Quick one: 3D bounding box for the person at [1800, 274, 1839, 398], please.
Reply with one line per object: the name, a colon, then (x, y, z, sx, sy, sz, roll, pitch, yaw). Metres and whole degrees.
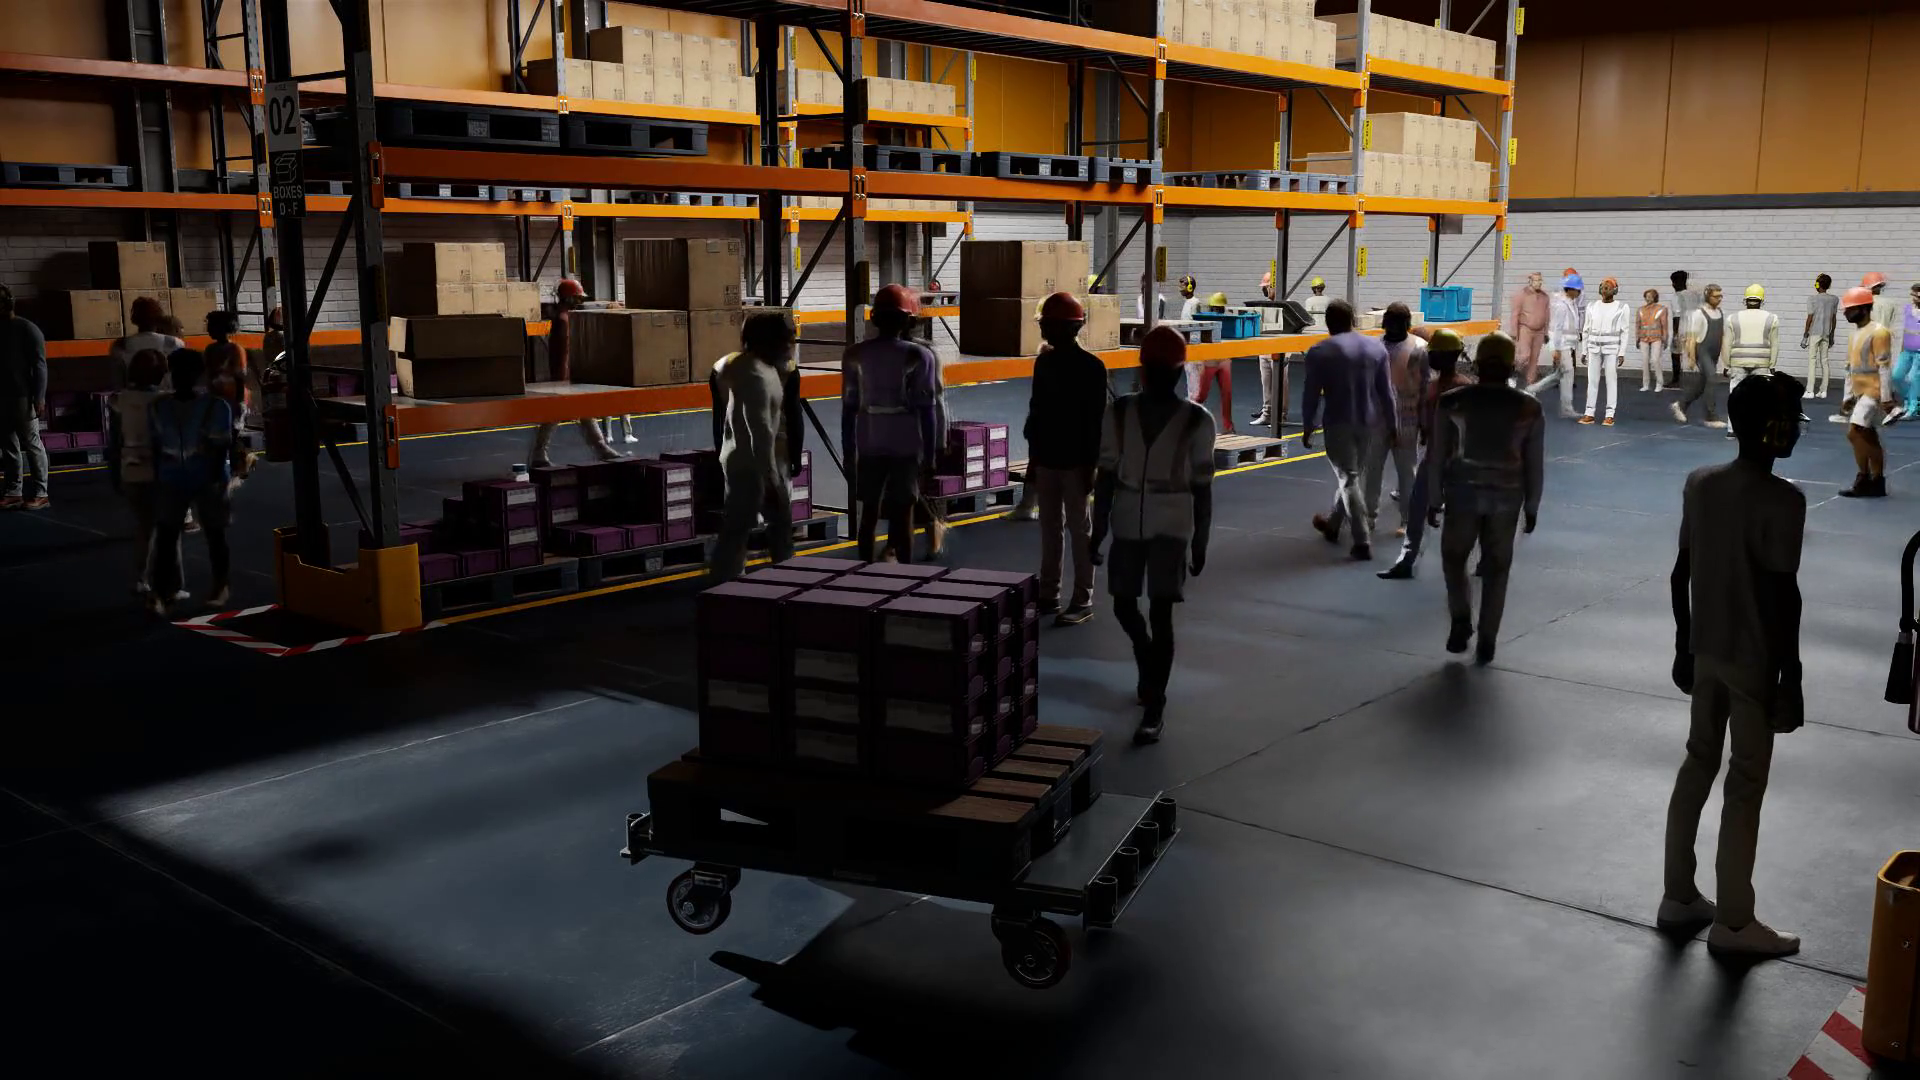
person: (12.927, -3.063, 25.049, 0.518, 1.866, 0.326, -1, 10, -8)

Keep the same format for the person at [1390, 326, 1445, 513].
person: (4.044, -1.056, 14.426, 0.568, 1.582, 0.797, 3, 10, 15)

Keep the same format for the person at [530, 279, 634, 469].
person: (-3.870, -1.644, 16.738, 1.045, 1.937, 0.644, -3, 10, -18)

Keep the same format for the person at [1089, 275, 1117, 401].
person: (1.864, -2.634, 22.540, 0.561, 1.890, 0.585, -7, 12, -34)

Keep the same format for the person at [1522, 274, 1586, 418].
person: (7.986, -2.600, 22.289, 0.795, 1.922, 0.620, 6, 12, 32)

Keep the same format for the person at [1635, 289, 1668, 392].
person: (10.844, -3.121, 26.099, 0.406, 1.611, 0.522, -9, 13, -42)

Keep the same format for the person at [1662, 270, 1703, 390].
person: (11.491, -3.284, 26.190, 0.676, 1.917, 0.876, -5, 11, -26)

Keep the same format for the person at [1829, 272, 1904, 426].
person: (11.658, -2.440, 21.236, 0.618, 1.957, 0.896, -3, 11, -19)

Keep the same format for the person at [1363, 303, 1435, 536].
person: (3.383, -0.934, 13.051, 0.656, 1.837, 0.475, 6, 12, 30)

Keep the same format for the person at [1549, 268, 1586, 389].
person: (9.763, -3.397, 26.770, 0.563, 1.929, 0.382, 4, 11, 22)

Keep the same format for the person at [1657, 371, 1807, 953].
person: (2.518, 0.391, 5.369, 0.311, 1.869, 0.534, -3, 10, -17)

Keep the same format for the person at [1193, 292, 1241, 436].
person: (3.052, -2.123, 20.073, 0.536, 1.736, 0.842, -5, 11, -28)

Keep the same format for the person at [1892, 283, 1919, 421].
person: (12.410, -2.434, 21.605, 0.465, 1.809, 0.657, -2, 10, -9)

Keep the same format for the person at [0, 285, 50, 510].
person: (-8.167, -1.220, 14.344, 0.636, 1.938, 0.355, 3, 10, 14)

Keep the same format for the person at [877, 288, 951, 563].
person: (-0.344, -0.765, 11.608, 0.615, 1.993, 1.019, 7, 12, 36)

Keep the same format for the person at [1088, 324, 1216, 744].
person: (0.919, -0.066, 7.850, 0.567, 1.913, 0.851, 4, 11, 24)

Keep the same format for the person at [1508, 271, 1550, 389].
person: (8.923, -3.246, 26.004, 0.644, 1.895, 0.449, -4, 11, -20)

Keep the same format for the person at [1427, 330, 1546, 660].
person: (2.861, -0.232, 9.059, 0.609, 1.814, 0.439, 2, 10, 14)

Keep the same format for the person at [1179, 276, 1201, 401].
person: (3.228, -2.775, 23.431, 0.311, 1.860, 0.503, -1, 10, -7)

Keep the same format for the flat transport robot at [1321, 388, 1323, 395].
flat transport robot: (5.956, -2.359, 25.573, 0.652, 0.197, 1.431, 4, 11, 22)

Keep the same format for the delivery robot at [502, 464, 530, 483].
delivery robot: (-3.465, -0.358, 13.105, 0.477, 0.478, 0.707, 10, 14, 44)

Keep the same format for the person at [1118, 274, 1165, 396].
person: (2.718, -2.971, 24.466, 0.881, 1.880, 0.620, -6, 11, -29)

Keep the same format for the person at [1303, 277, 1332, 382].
person: (6.017, -3.534, 28.010, 0.522, 1.770, 0.308, -4, 11, -23)

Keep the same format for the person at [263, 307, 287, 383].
person: (-7.288, -1.688, 17.903, 0.497, 1.629, 0.276, 7, 12, 34)

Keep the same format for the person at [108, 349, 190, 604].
person: (-5.085, -0.393, 10.504, 0.528, 1.627, 0.368, 1, 10, 7)

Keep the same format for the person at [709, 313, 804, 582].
person: (-1.328, -0.577, 11.006, 0.622, 1.835, 0.430, 2, 10, 10)

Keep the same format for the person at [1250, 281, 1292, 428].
person: (3.949, -2.370, 20.971, 0.410, 1.913, 0.643, -5, 11, -25)

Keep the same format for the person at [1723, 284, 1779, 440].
person: (9.273, -2.077, 19.526, 0.590, 1.833, 0.404, 4, 11, 23)

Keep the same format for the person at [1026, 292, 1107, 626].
person: (0.613, -0.486, 10.004, 0.380, 1.996, 0.608, -8, 13, -38)

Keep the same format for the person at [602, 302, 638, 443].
person: (-4.002, -1.932, 19.271, 0.501, 1.631, 0.285, 2, 10, 10)

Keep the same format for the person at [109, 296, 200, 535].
person: (-6.312, -0.964, 13.043, 0.580, 1.882, 0.338, -2, 10, -13)

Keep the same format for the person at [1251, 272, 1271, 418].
person: (4.085, -2.549, 21.914, 0.362, 1.935, 0.553, -3, 10, -18)

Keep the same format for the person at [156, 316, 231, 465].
person: (-7.731, -1.422, 16.467, 0.519, 1.580, 0.842, 8, 13, 39)

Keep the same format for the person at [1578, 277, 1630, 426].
person: (8.199, -2.395, 21.191, 0.575, 1.885, 0.355, 9, 13, 42)

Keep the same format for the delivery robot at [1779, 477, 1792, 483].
delivery robot: (6.284, -0.406, 13.377, 0.707, 0.478, 0.477, 7, 12, 35)

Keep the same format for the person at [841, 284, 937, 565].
person: (-0.436, -0.588, 10.494, 0.611, 2.035, 0.412, 2, 10, 12)

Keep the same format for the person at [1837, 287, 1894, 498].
person: (8.202, -1.331, 15.089, 0.580, 1.898, 0.550, 1, 10, 8)

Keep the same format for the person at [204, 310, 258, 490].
person: (-6.834, -1.311, 15.600, 0.537, 1.685, 0.471, 6, 11, 29)

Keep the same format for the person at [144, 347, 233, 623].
person: (-4.675, -0.335, 10.103, 0.534, 1.643, 0.844, -1, 10, -7)

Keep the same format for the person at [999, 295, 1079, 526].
person: (0.712, -1.045, 13.573, 0.800, 1.874, 0.625, 5, 11, 24)

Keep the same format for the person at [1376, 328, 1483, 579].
person: (3.345, -0.584, 11.326, 0.893, 1.724, 0.537, -3, 10, -18)

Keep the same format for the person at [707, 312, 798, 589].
person: (-1.123, -0.410, 9.909, 0.940, 1.877, 0.684, 0, 10, -1)

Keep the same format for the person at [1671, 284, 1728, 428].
person: (9.444, -2.345, 21.120, 0.514, 1.818, 0.838, -6, 12, -31)

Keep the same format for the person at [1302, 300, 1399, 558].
person: (2.868, -0.841, 12.377, 0.683, 1.866, 1.018, -2, 10, -14)
